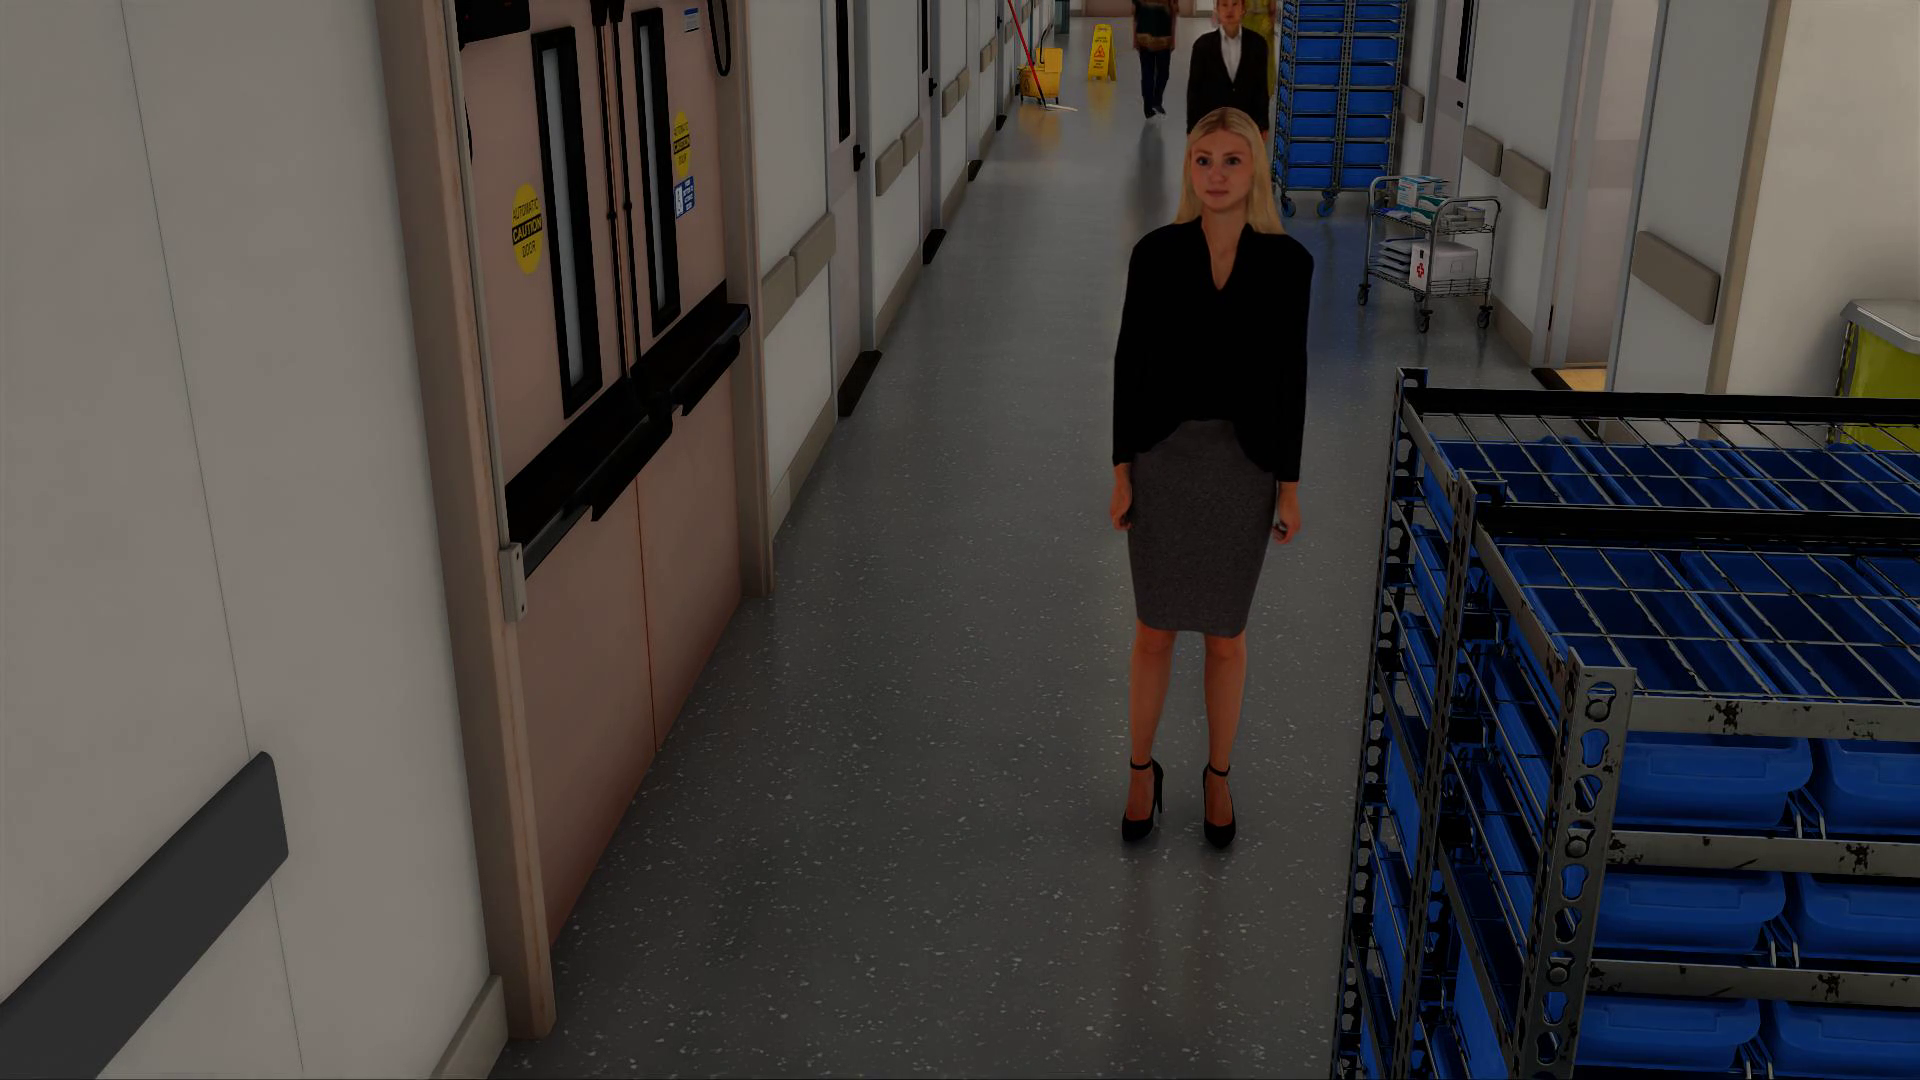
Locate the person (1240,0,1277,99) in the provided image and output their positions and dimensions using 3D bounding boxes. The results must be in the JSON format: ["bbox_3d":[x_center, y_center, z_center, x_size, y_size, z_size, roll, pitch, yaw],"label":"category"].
[{"bbox_3d":[3.547,-6.013,19.946,0.729,1.608,1.221,2,21,6],"label":"person"}]

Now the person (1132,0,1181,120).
[{"bbox_3d":[2.161,-5.645,18.646,0.754,1.800,0.735,6,22,16],"label":"person"}]

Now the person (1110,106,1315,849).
[{"bbox_3d":[0.584,-0.104,4.011,0.621,1.843,0.557,3,21,9],"label":"person"}]

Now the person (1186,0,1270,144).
[{"bbox_3d":[1.772,-2.757,11.084,0.727,1.796,0.716,0,21,1],"label":"person"}]
